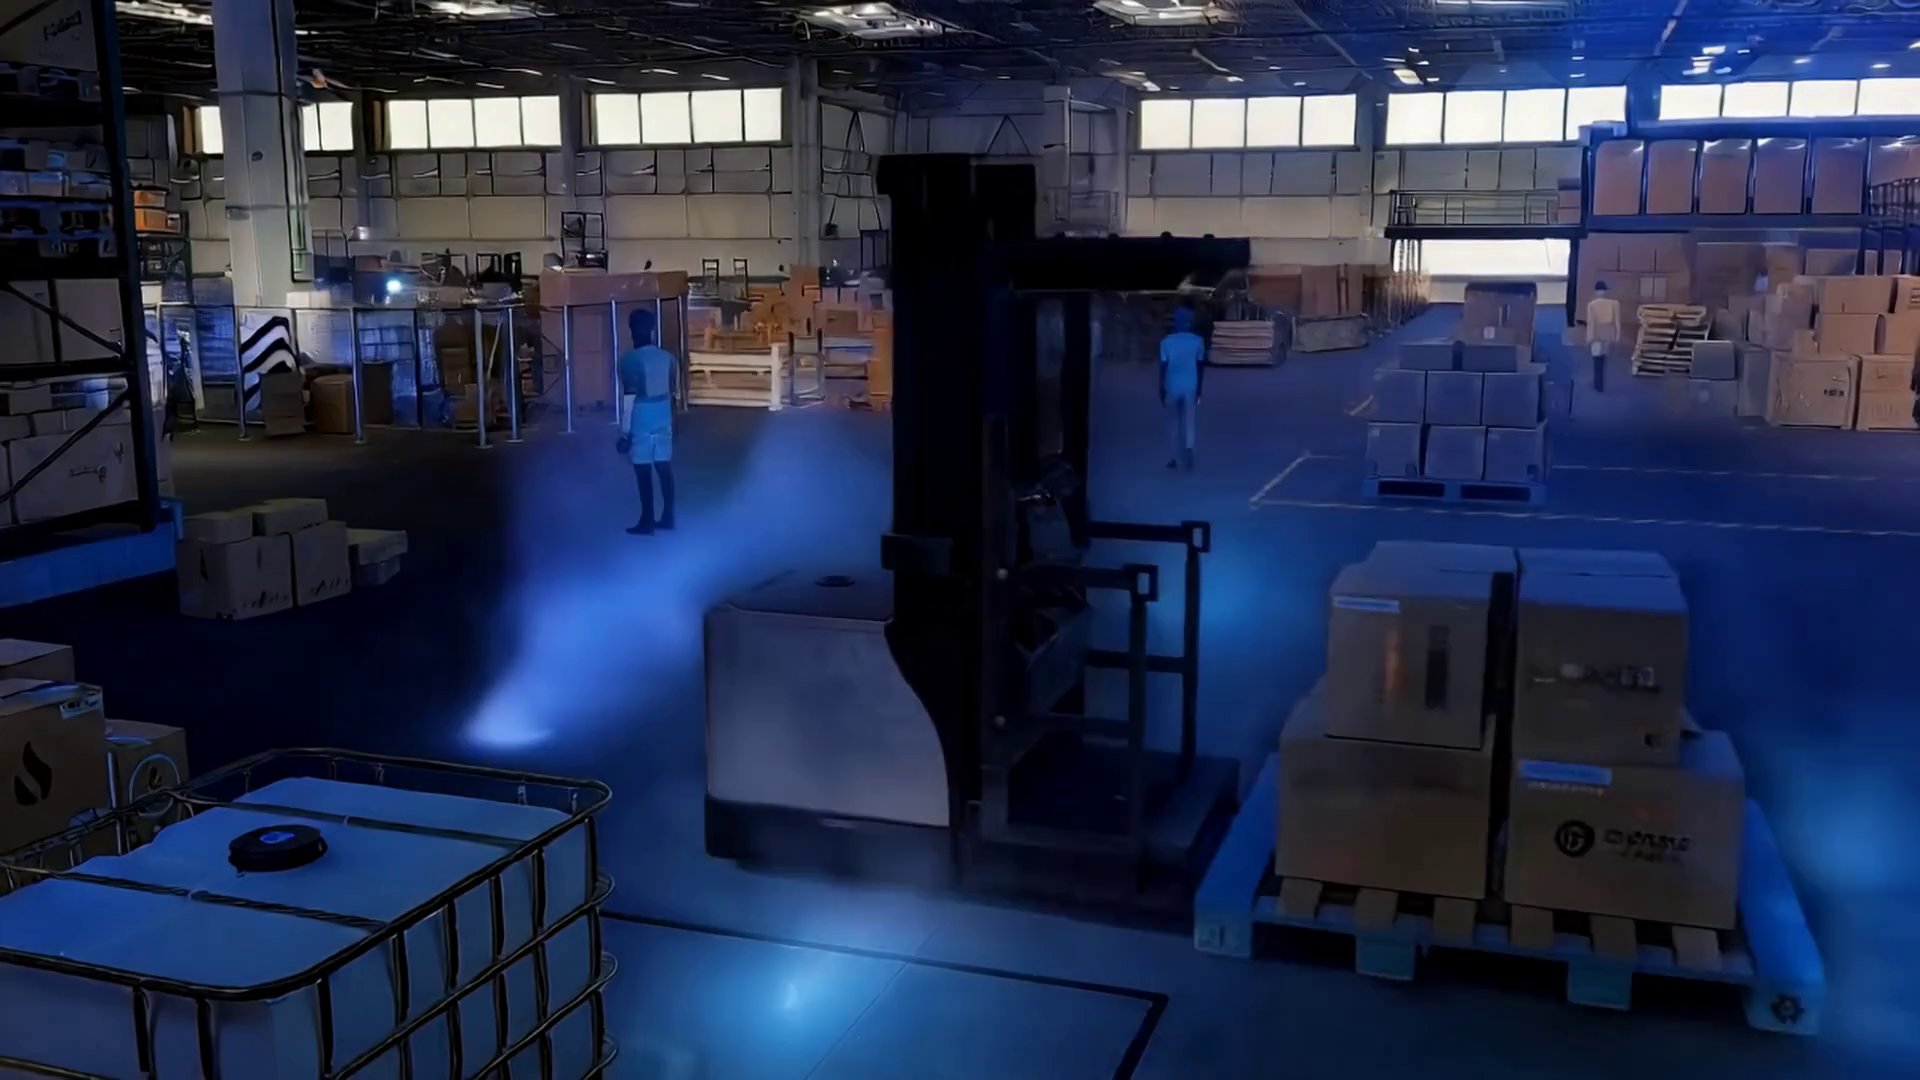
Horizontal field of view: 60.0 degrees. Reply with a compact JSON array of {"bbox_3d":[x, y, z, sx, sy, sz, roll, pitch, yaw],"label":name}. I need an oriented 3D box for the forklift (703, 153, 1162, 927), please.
[{"bbox_3d":[0.000,-0.095,6.606,1.873,2.768,1.129,3,11,19],"label":"forklift"}]

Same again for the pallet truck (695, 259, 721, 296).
[{"bbox_3d":[-9.165,-9.627,62.776,0.823,1.965,1.885,4,11,23],"label":"pallet truck"}]

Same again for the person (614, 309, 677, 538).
[{"bbox_3d":[-2.703,-0.994,14.282,0.401,1.956,0.652,8,13,40],"label":"person"}]

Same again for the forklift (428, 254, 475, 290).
[{"bbox_3d":[-20.133,-10.254,65.465,1.157,1.987,2.680,3,11,19],"label":"forklift"}]

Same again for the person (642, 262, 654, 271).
[{"bbox_3d":[-11.882,-9.680,63.465,0.683,1.863,0.531,-8,13,-39],"label":"person"}]

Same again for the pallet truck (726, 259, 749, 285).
[{"bbox_3d":[-7.986,-9.493,62.019,0.823,1.965,1.885,3,11,17],"label":"pallet truck"}]

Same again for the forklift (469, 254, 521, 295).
[{"bbox_3d":[-17.990,-10.121,64.684,1.157,1.987,2.680,3,11,17],"label":"forklift"}]

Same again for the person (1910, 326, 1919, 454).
[{"bbox_3d":[11.557,-1.914,19.609,0.614,1.898,0.466,3,10,16],"label":"person"}]

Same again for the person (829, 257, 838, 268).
[{"bbox_3d":[-4.621,-9.399,61.380,0.427,2.030,0.605,-5,11,-25],"label":"person"}]

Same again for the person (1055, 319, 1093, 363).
[{"bbox_3d":[1.748,-2.884,25.570,0.548,1.709,0.641,4,11,19],"label":"person"}]

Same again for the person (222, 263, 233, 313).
[{"bbox_3d":[-26.548,-9.116,60.357,0.404,1.834,0.591,4,11,21],"label":"person"}]

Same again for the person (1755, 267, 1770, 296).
[{"bbox_3d":[23.169,-6.911,47.841,0.708,1.860,0.622,3,10,16],"label":"person"}]

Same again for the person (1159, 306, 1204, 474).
[{"bbox_3d":[2.450,-1.653,18.313,0.523,1.845,0.766,0,10,2],"label":"person"}]

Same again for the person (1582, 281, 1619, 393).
[{"bbox_3d":[10.925,-3.467,28.420,0.559,1.873,1.024,1,10,6],"label":"person"}]
